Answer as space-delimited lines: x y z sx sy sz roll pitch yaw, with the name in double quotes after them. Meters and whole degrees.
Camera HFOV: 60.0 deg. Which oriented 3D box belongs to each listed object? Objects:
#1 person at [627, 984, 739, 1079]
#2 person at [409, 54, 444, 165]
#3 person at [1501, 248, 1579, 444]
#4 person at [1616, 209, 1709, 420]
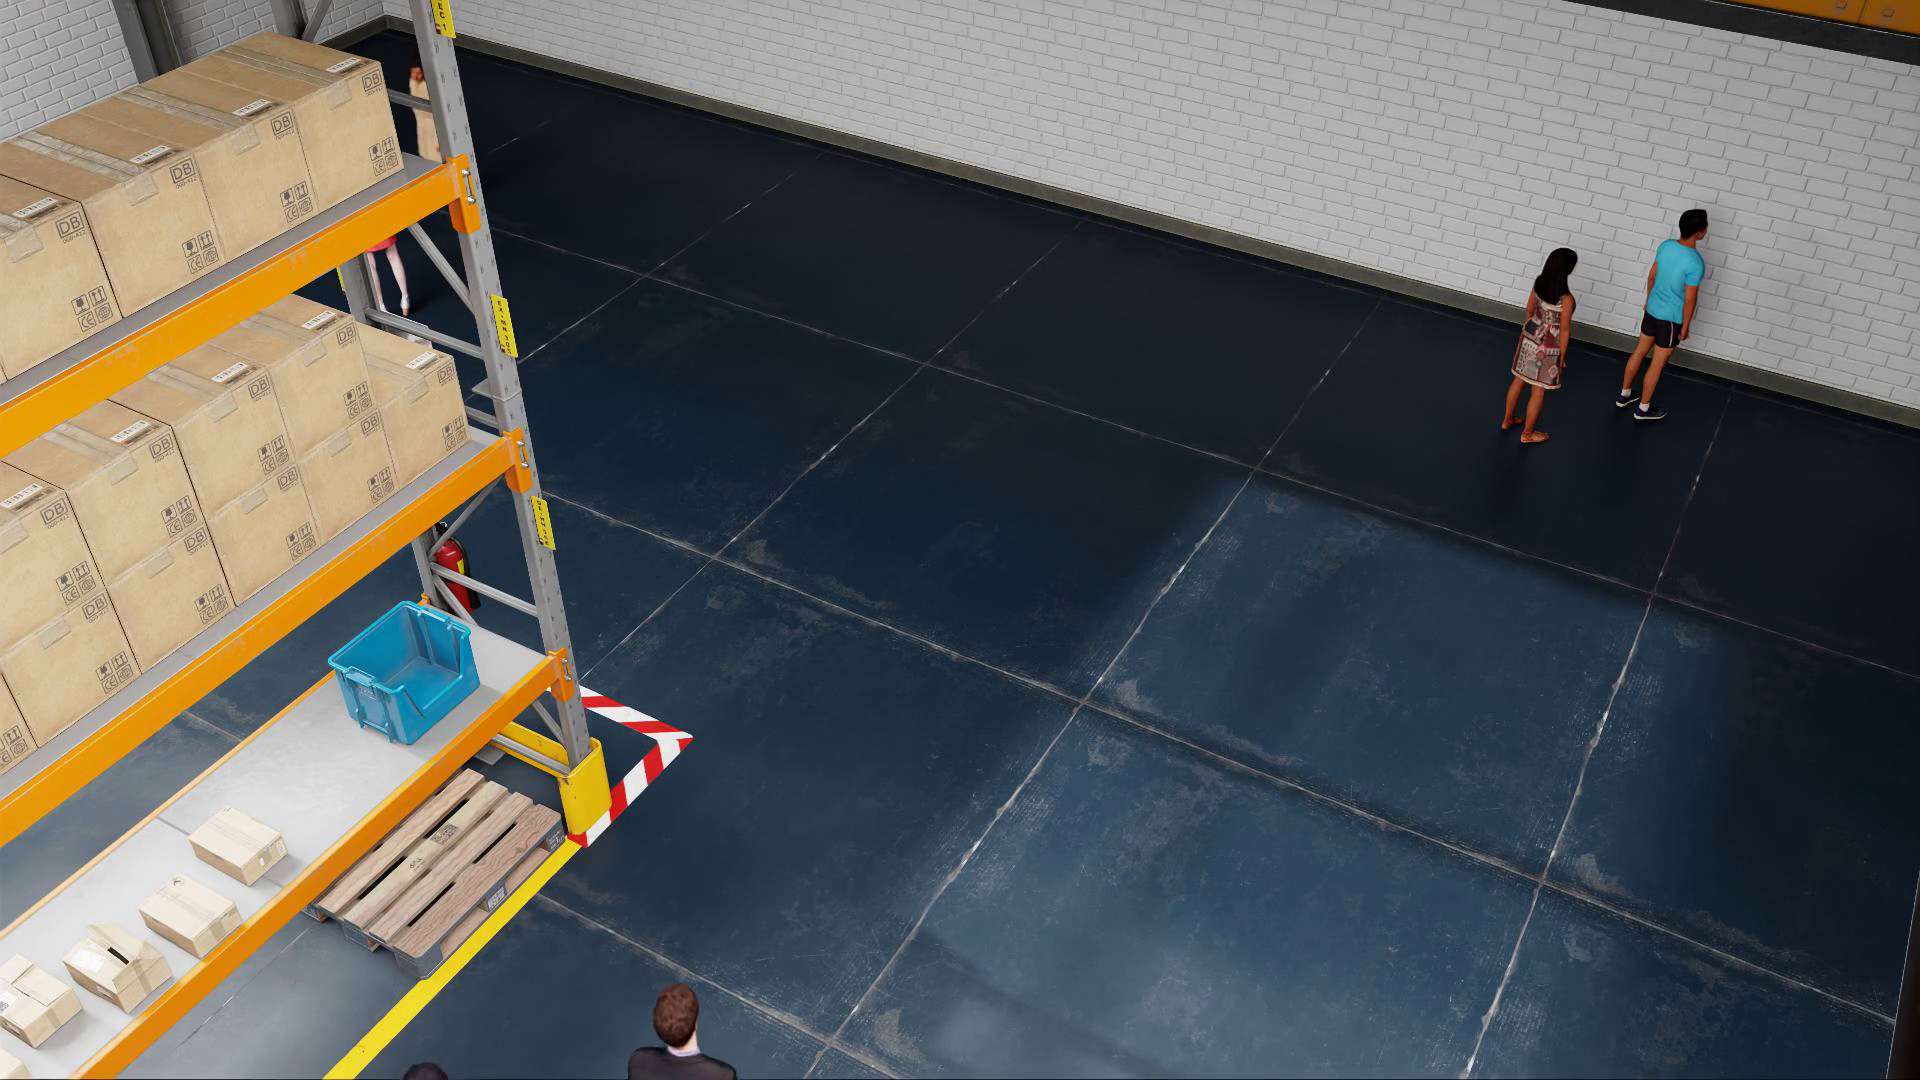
-1.200 2.726 7.325 0.910 1.861 1.074 7 39 8 "person"
-4.916 -3.832 15.709 0.728 1.645 0.775 -19 42 -22 "person"
4.476 -1.509 12.800 0.727 1.645 0.725 -18 42 -21 "person"
5.520 -1.774 13.030 0.715 1.773 0.685 -14 41 -17 "person"
